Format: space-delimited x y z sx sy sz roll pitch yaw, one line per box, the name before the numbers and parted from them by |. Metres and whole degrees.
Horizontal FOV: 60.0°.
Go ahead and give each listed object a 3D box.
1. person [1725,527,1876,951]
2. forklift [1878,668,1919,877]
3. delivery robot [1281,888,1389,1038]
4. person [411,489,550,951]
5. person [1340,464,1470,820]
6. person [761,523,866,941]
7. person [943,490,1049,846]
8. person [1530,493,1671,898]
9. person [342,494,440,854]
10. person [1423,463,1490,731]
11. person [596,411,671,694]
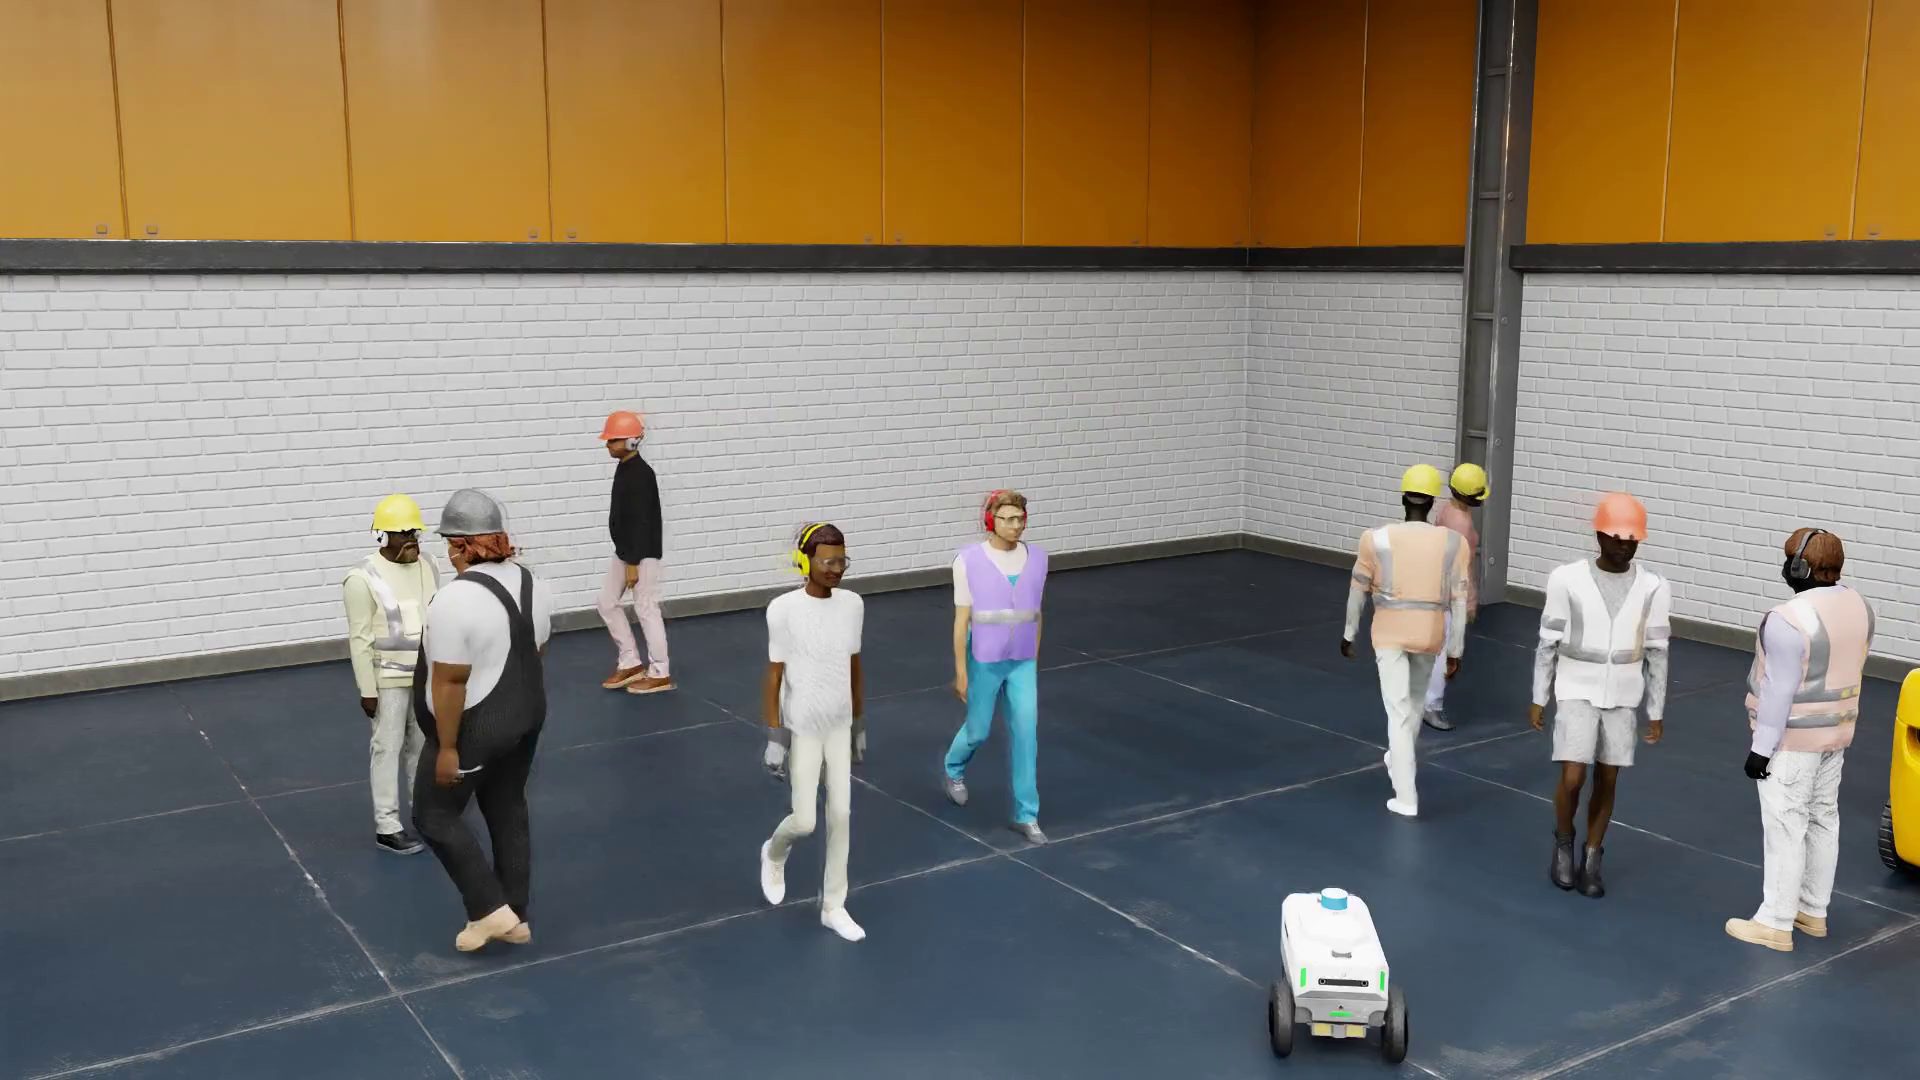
person | 3.643 0.859 7.236 0.626 1.844 0.429 -6 11 -31
forklift | 5.511 0.571 7.906 2.313 2.155 1.214 -6 11 -33
delivery robot | 1.438 1.589 6.420 0.477 0.478 0.707 1 10 6
person | -2.068 0.773 7.150 0.536 2.000 0.706 4 10 22
person | 2.430 0.520 9.153 0.602 1.876 0.969 0 9 -1
person | -0.663 0.830 7.376 0.539 1.856 0.579 -7 12 -36
person | 0.187 0.623 8.740 0.576 1.823 0.846 -5 10 -26
person | 2.974 0.730 7.735 0.594 1.927 0.455 1 10 8
person | -2.817 0.668 8.435 0.403 1.828 0.588 4 10 25
person | 3.190 0.335 10.770 0.321 1.718 0.656 1 9 5
person | -2.279 0.096 11.429 0.601 1.968 0.645 -5 11 -26
